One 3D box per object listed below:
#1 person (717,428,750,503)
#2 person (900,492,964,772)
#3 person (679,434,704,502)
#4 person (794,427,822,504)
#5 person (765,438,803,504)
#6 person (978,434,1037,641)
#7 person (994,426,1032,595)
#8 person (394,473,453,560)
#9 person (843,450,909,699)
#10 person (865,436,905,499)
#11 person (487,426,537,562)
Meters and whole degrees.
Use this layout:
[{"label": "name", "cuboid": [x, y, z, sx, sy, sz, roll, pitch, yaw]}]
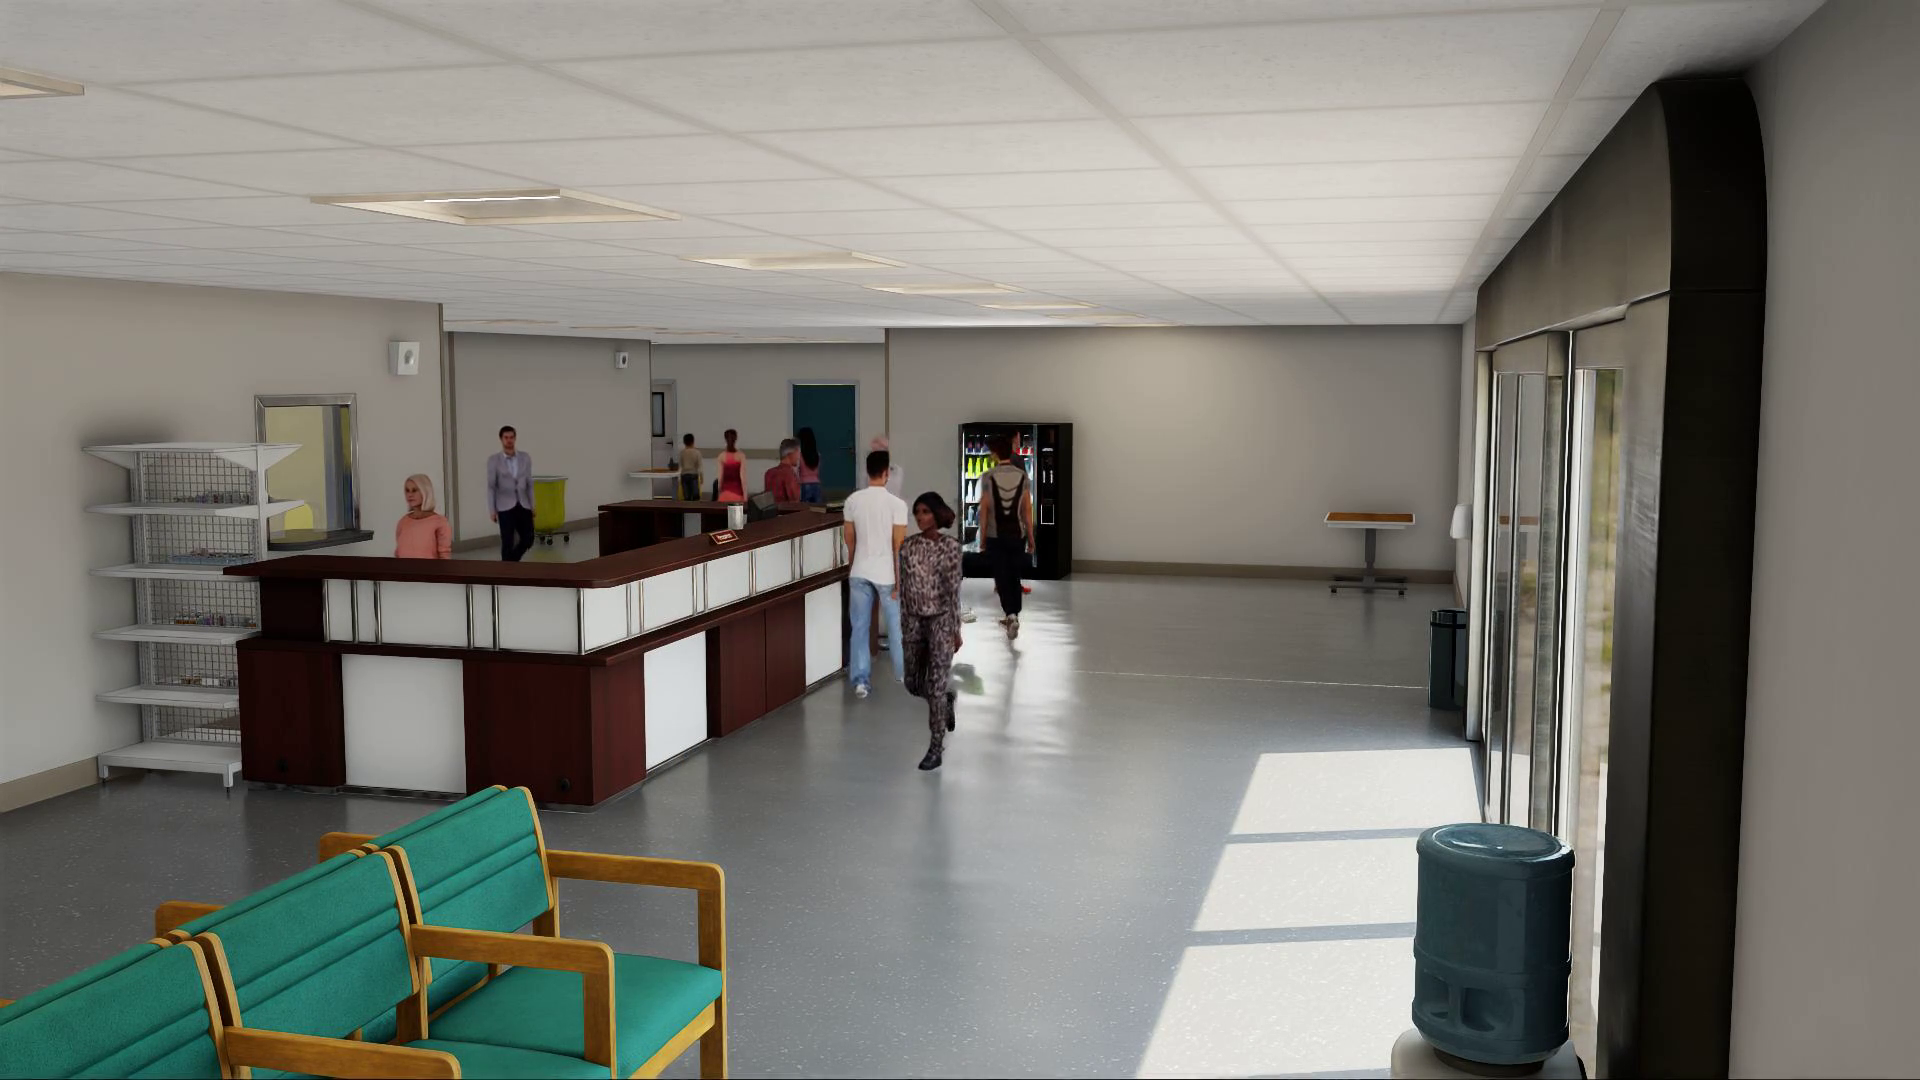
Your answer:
[{"label": "person", "cuboid": [-2.851, -0.497, 20.718, 1.088, 1.709, 0.732, 1, 6, 5]}, {"label": "person", "cuboid": [-0.148, 0.552, 10.318, 0.849, 1.704, 0.711, 2, 6, 22]}, {"label": "person", "cuboid": [-4.338, -0.964, 26.663, 0.869, 1.447, 0.725, 0, 6, 2]}, {"label": "person", "cuboid": [-1.939, -0.592, 21.691, 1.087, 1.703, 1.113, -3, 7, -29]}, {"label": "person", "cuboid": [-1.816, -0.043, 15.829, 1.340, 1.785, 1.229, -4, 7, -31]}, {"label": "person", "cuboid": [0.418, -0.006, 15.088, 1.187, 1.858, 1.141, -2, 6, -16]}, {"label": "person", "cuboid": [0.549, -0.336, 18.405, 0.793, 1.850, 0.677, -5, 8, -42]}, {"label": "person", "cuboid": [-3.858, 0.374, 11.985, 0.444, 1.724, 0.653, 1, 6, 13]}, {"label": "person", "cuboid": [-0.663, 0.284, 12.398, 1.032, 1.820, 0.751, 2, 6, 16]}, {"label": "person", "cuboid": [-0.652, -0.060, 15.989, 1.302, 1.786, 1.056, 5, 8, 41]}, {"label": "person", "cuboid": [-5.058, -0.363, 18.757, 1.007, 1.835, 1.083, -4, 7, -33]}]
